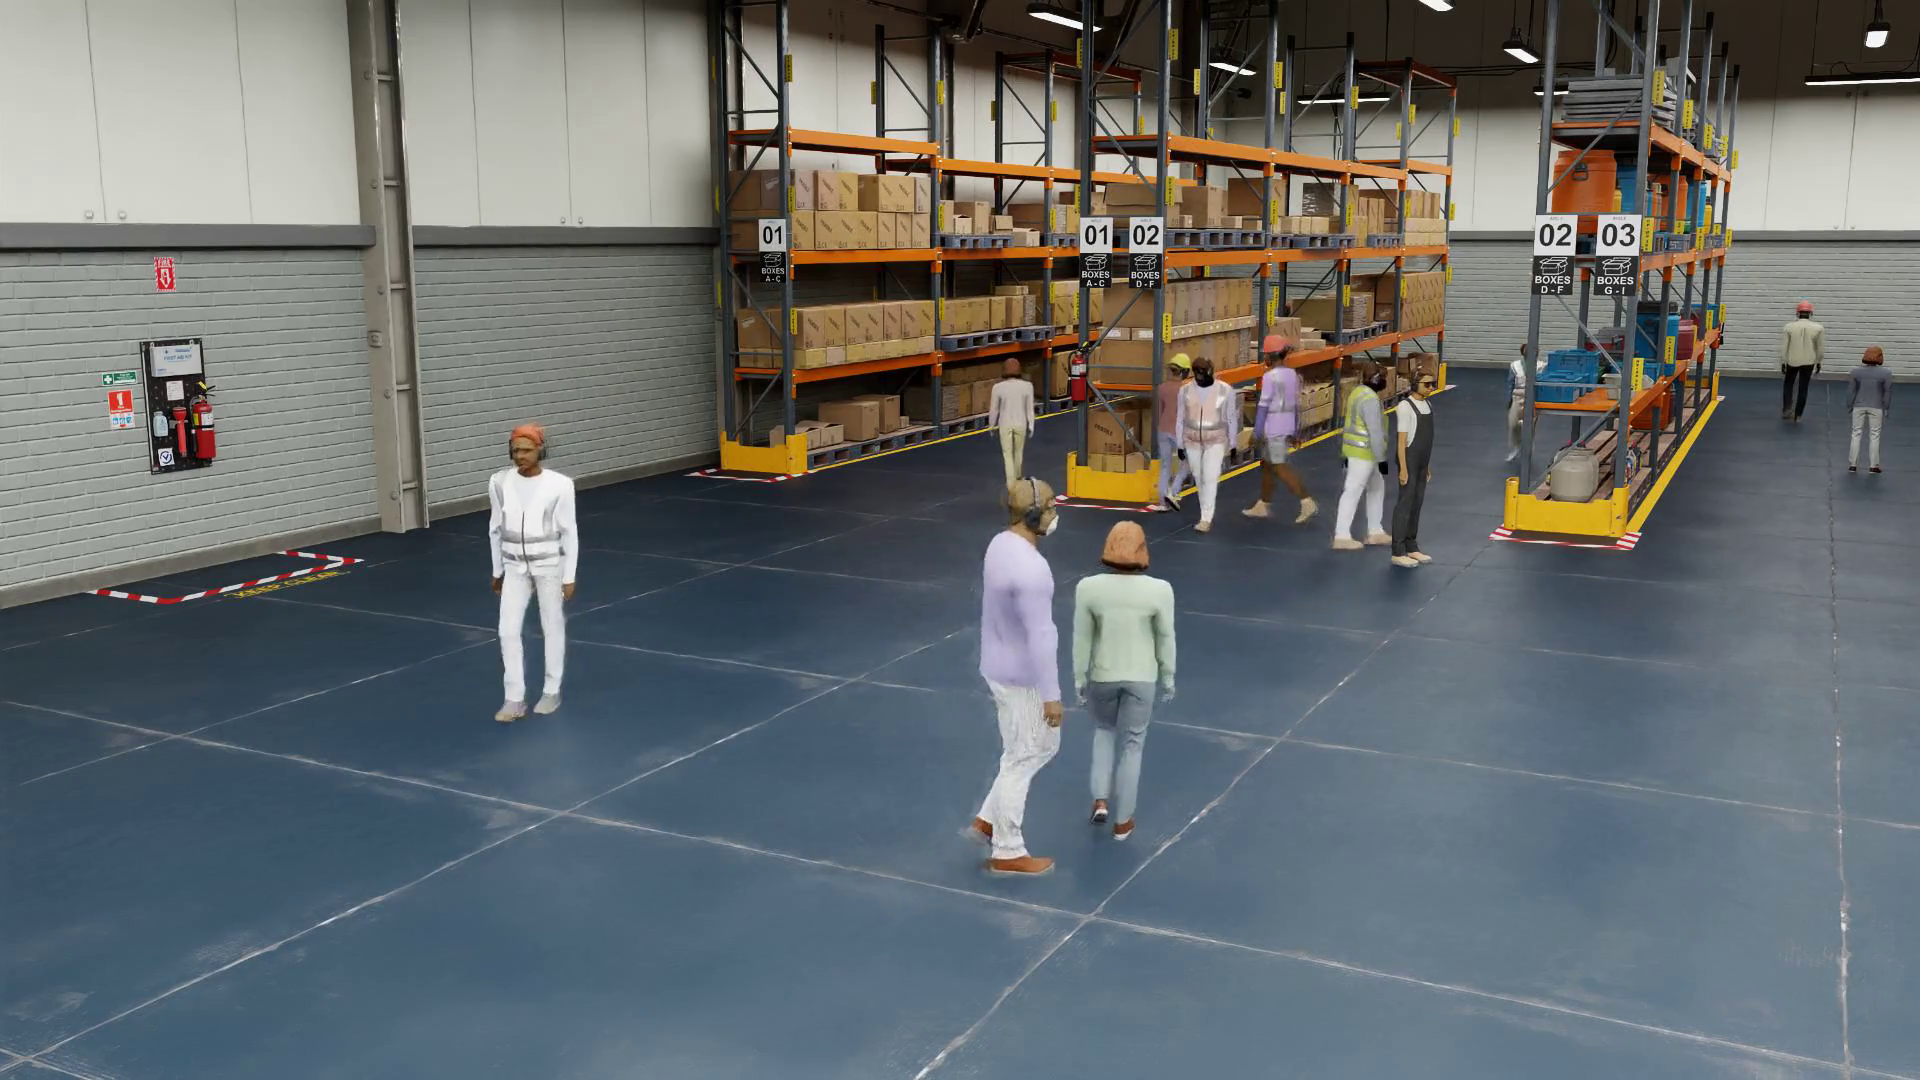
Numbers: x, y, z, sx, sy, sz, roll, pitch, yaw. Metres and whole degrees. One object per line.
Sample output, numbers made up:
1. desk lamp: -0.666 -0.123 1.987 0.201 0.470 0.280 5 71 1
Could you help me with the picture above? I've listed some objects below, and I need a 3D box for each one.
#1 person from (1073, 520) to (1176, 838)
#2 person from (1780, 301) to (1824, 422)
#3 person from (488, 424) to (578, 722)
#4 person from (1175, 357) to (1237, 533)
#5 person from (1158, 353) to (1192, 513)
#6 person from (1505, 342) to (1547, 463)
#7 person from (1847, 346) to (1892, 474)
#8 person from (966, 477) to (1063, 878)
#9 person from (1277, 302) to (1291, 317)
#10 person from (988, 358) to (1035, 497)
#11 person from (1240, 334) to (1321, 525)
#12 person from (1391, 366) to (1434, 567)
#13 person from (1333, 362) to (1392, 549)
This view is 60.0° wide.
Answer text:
1. person: 0.837 0.700 8.413 0.510 1.618 0.358 3 11 16
2. person: 13.746 -2.913 27.174 0.629 1.971 0.661 5 11 24
3. person: -2.695 0.222 10.356 0.617 1.859 0.755 1 10 8
4. person: 2.542 -1.005 17.281 0.630 1.784 0.972 4 11 21
5. person: 2.364 -1.159 18.196 0.401 1.753 0.538 -10 14 -42
6. person: 7.549 -1.825 22.183 0.526 1.623 0.541 6 12 29
7. person: 11.627 -1.669 21.298 0.501 1.633 0.285 9 13 39
8. person: 0.311 0.656 7.842 0.441 1.922 0.636 -1 10 -7
9. person: 5.677 -3.258 29.306 0.596 1.872 0.518 5 12 26
10. person: 0.589 -1.327 19.508 0.517 1.592 0.824 -2 11 -9
11. person: 3.430 -1.163 17.550 0.953 2.008 0.607 7 12 33
12. person: 4.190 -0.679 15.325 0.331 1.843 0.520 9 14 40
13. person: 4.002 -0.809 16.105 0.774 1.808 0.657 1 10 5
